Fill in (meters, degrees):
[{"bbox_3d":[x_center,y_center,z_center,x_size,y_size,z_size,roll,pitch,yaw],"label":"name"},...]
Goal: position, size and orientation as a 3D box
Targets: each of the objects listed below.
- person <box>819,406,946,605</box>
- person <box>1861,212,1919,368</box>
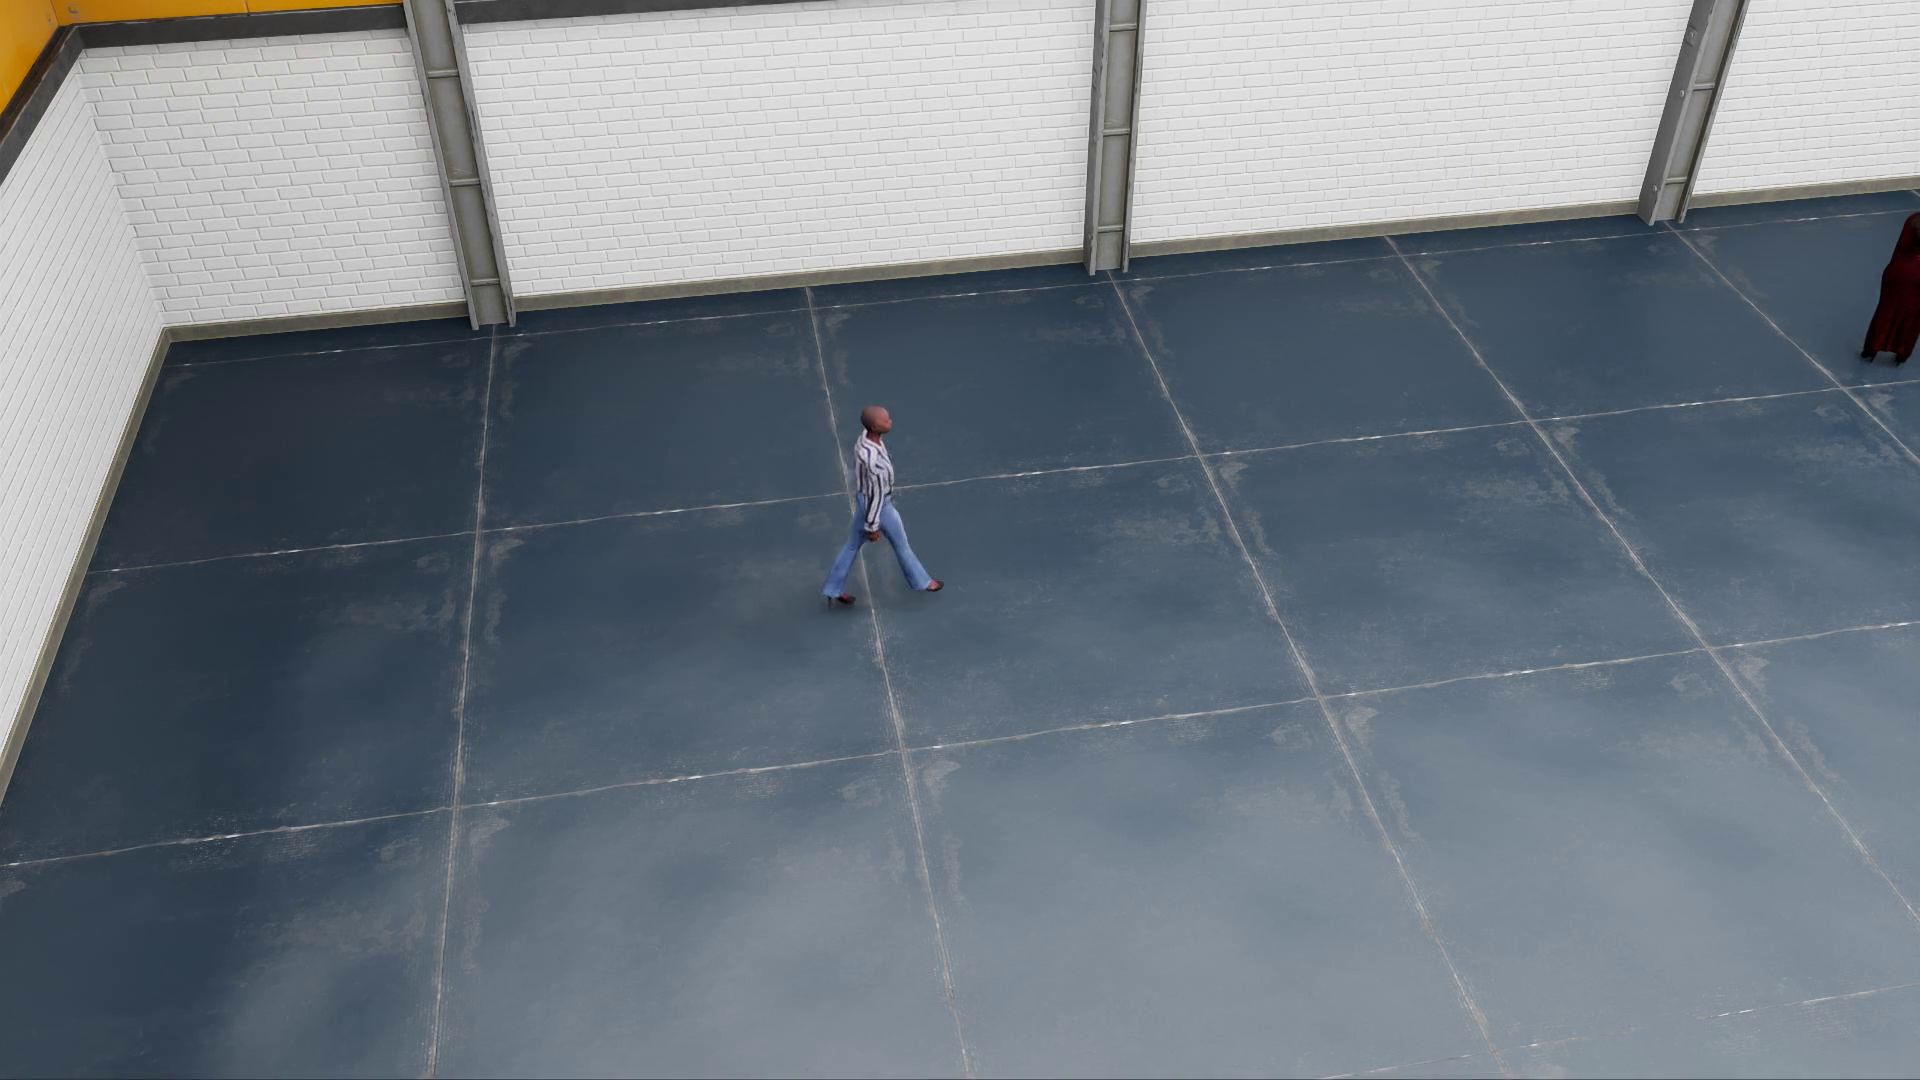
[{"bbox_3d":[-0.710,-0.192,12.101,1.194,1.738,0.721,-9,40,-11],"label":"person"},{"bbox_3d":[8.496,-2.346,14.782,0.710,1.756,0.826,11,40,13],"label":"person"}]
